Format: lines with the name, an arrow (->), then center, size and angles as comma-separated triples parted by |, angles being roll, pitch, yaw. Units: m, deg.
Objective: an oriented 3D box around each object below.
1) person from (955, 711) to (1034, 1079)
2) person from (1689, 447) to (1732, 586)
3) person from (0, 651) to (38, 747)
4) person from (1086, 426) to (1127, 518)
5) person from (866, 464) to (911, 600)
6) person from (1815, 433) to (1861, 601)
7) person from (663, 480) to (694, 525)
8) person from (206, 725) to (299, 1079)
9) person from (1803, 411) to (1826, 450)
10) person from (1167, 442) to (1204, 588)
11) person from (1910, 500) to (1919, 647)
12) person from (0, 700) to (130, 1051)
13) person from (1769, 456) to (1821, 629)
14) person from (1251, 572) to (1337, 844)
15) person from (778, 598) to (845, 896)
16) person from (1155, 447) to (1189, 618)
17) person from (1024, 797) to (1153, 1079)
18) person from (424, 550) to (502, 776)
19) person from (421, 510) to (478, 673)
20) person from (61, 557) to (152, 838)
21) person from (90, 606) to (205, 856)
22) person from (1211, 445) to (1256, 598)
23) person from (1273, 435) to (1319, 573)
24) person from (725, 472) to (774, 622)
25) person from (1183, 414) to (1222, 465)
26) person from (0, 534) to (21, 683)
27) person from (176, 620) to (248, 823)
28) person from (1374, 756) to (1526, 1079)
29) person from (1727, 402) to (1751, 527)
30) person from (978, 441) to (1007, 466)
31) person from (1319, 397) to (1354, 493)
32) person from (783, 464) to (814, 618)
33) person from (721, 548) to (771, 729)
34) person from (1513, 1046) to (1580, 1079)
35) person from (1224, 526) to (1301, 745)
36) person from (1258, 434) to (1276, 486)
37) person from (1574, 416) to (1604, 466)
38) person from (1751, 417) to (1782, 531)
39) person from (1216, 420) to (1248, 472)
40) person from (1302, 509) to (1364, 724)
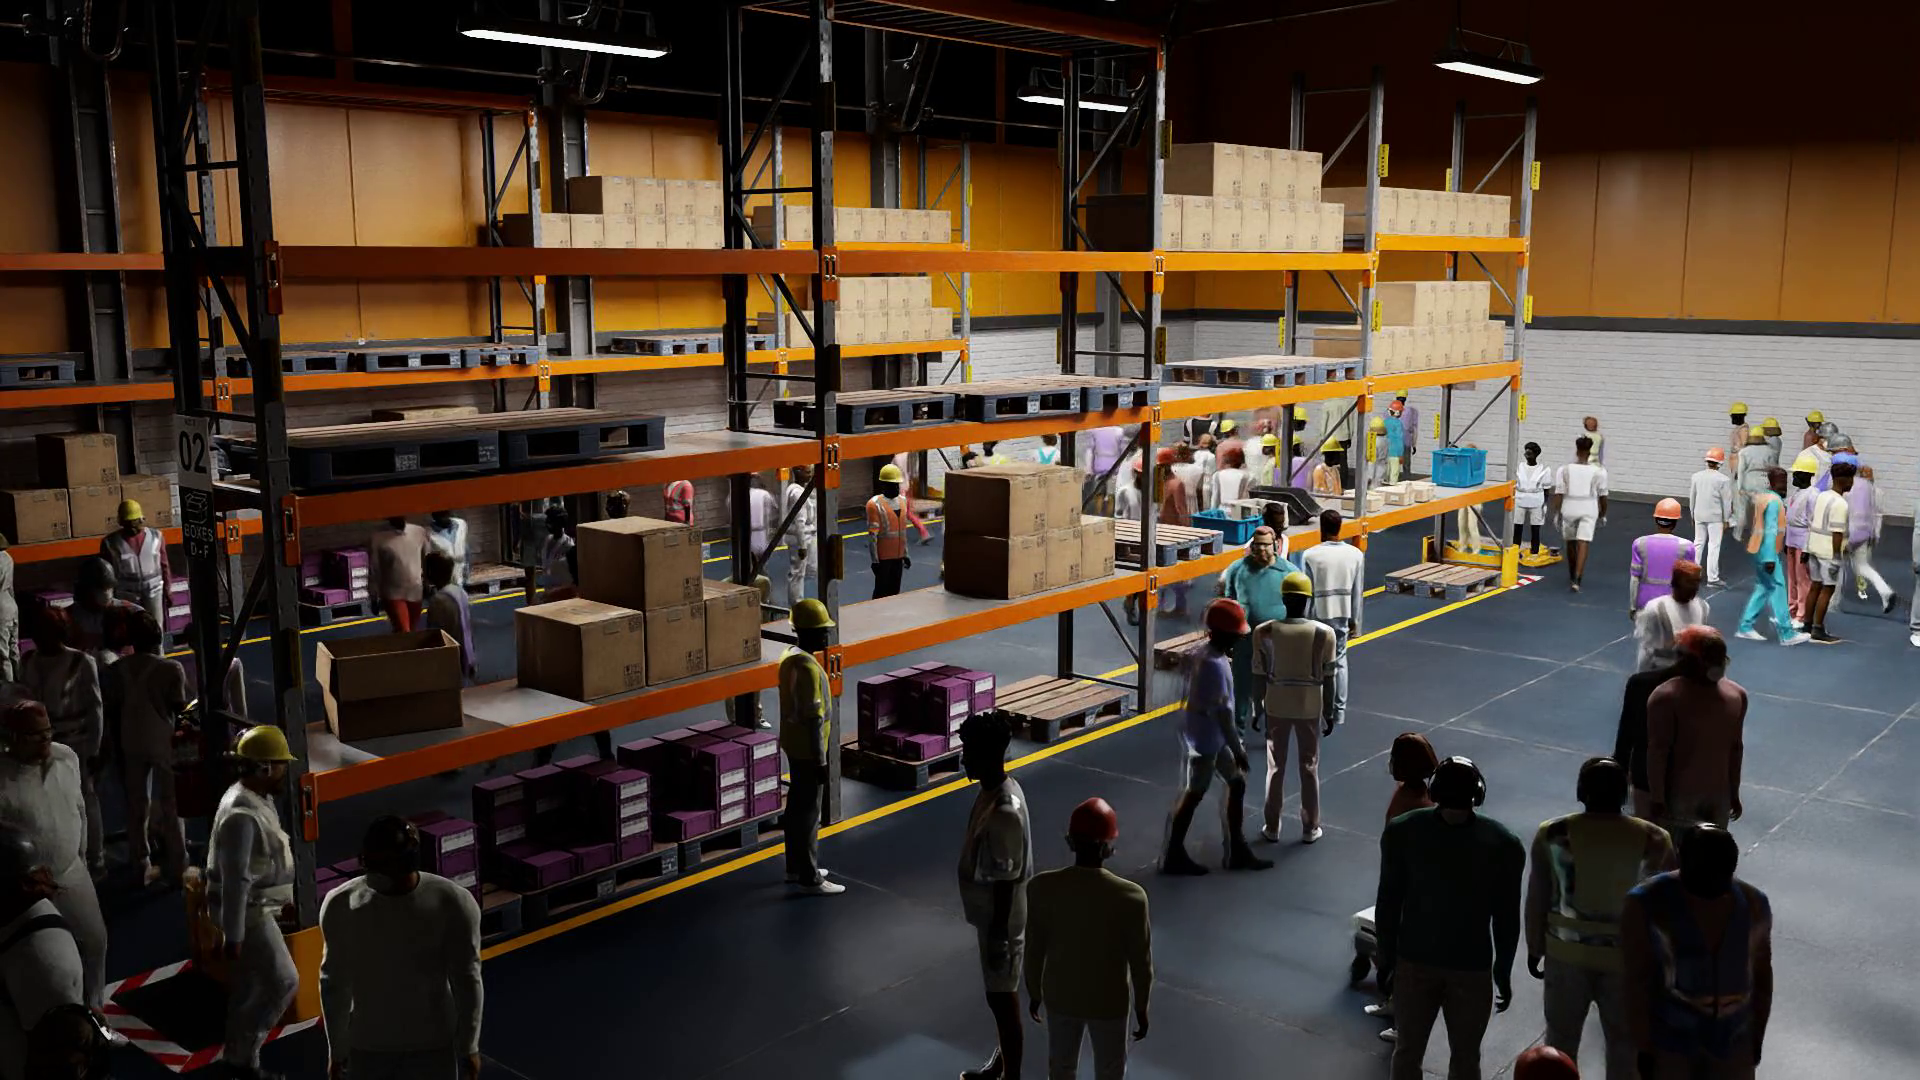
person -> 0.162, 1.773, 7.955 | 0.373, 1.957, 0.606 | 0, 10, -3
person -> 9.442, -0.298, 20.901 | 0.319, 1.755, 0.573 | -5, 11, -27
person -> -6.044, 1.464, 10.407 | 0.569, 1.747, 0.340 | -4, 10, -24
person -> 2.198, -1.032, 24.475 | 0.659, 2.024, 0.525 | 4, 10, 22
person -> -0.743, 0.145, 17.755 | 0.368, 1.927, 0.589 | 7, 12, 37
person -> 10.506, -0.289, 20.012 | 0.536, 2.000, 0.674 | 5, 11, 26
person -> -3.490, -0.210, 20.581 | 0.319, 1.690, 0.530 | -9, 13, -42
person -> -3.459, 1.811, 8.191 | 0.482, 1.794, 0.612 | -4, 10, -24
person -> 13.174, -1.113, 25.754 | 0.312, 1.768, 0.522 | 6, 11, 31
person -> 2.749, -0.300, 20.695 | 0.561, 1.836, 0.394 | 0, 10, -1
person -> 10.380, 0.192, 17.542 | 0.643, 1.908, 0.399 | 0, 10, -3
person -> -4.595, 1.731, 8.403 | 0.733, 1.879, 0.684 | 4, 10, 23
person -> 9.320, 0.025, 18.466 | 0.357, 1.930, 0.588 | 1, 10, 4
person -> 2.327, 1.175, 11.636 | 0.586, 1.917, 0.381 | 2, 10, 12
person -> -0.977, 1.323, 10.723 | 0.364, 1.928, 0.586 | -4, 10, -22
person -> 2.287, -0.079, 18.971 | 0.782, 1.962, 0.656 | -2, 10, -14
person -> 0.569, 1.985, 7.298 | 0.572, 1.747, 0.343 | 3, 10, 18
person -> -3.908, 0.983, 13.050 | 0.644, 1.831, 0.513 | 1, 10, 5
person -> -4.933, 0.461, 16.061 | 0.384, 1.876, 0.754 | 5, 11, 26
person -> -5.943, 1.122, 11.587 | 0.689, 2.000, 0.539 | -6, 11, -34
person -> -5.737, 1.326, 11.169 | 0.999, 1.788, 0.589 | -6, 11, -31
person -> 3.257, -0.202, 20.023 | 0.581, 1.866, 0.773 | 7, 12, 36
person -> 4.283, -0.392, 21.123 | 0.662, 1.876, 0.675 | 3, 10, 17
person -> -2.300, 0.071, 18.223 | 0.542, 1.916, 0.604 | -6, 11, -34
person -> 3.709, -1.183, 25.403 | 0.612, 2.029, 0.409 | 4, 10, 24
person -> -8.752, 0.687, 15.109 | 0.328, 1.733, 0.488 | -1, 10, -8
person -> -5.235, 1.347, 11.601 | 0.511, 1.601, 0.861 | -7, 12, -36
person -> 2.150, 1.882, 7.366 | 0.629, 1.937, 0.373 | 3, 10, 16
person -> 11.926, -1.151, 25.531 | 0.413, 1.917, 0.620 | 3, 10, 15
person -> 0.460, -0.695, 23.561 | 0.560, 1.659, 0.837 | 4, 10, 25
person -> 6.601, -1.798, 29.188 | 0.619, 1.986, 0.406 | -1, 10, -8
person -> -1.797, 0.019, 18.643 | 0.362, 1.883, 0.576 | -2, 10, -10
person -> -1.851, 0.853, 14.405 | 0.500, 1.633, 0.280 | -6, 11, -34
person -> 1.733, 2.361, 5.042 | 0.563, 1.752, 0.325 | 0, 10, 1
person -> 2.489, 0.825, 13.756 | 0.642, 1.910, 0.401 | 2, 10, 13
person -> 4.177, -0.554, 22.440 | 0.338, 1.759, 0.524 | 1, 10, 8
person -> 9.915, -1.132, 26.257 | 0.520, 1.644, 0.317 | -3, 10, -16
person -> 12.156, -0.975, 25.019 | 0.321, 1.737, 0.485 | 9, 13, 43
person -> 4.056, -0.898, 24.575 | 0.584, 1.740, 0.506 | -3, 10, -17
person -> 3.249, 0.685, 14.608 | 0.599, 1.908, 0.398 | -3, 10, -18
